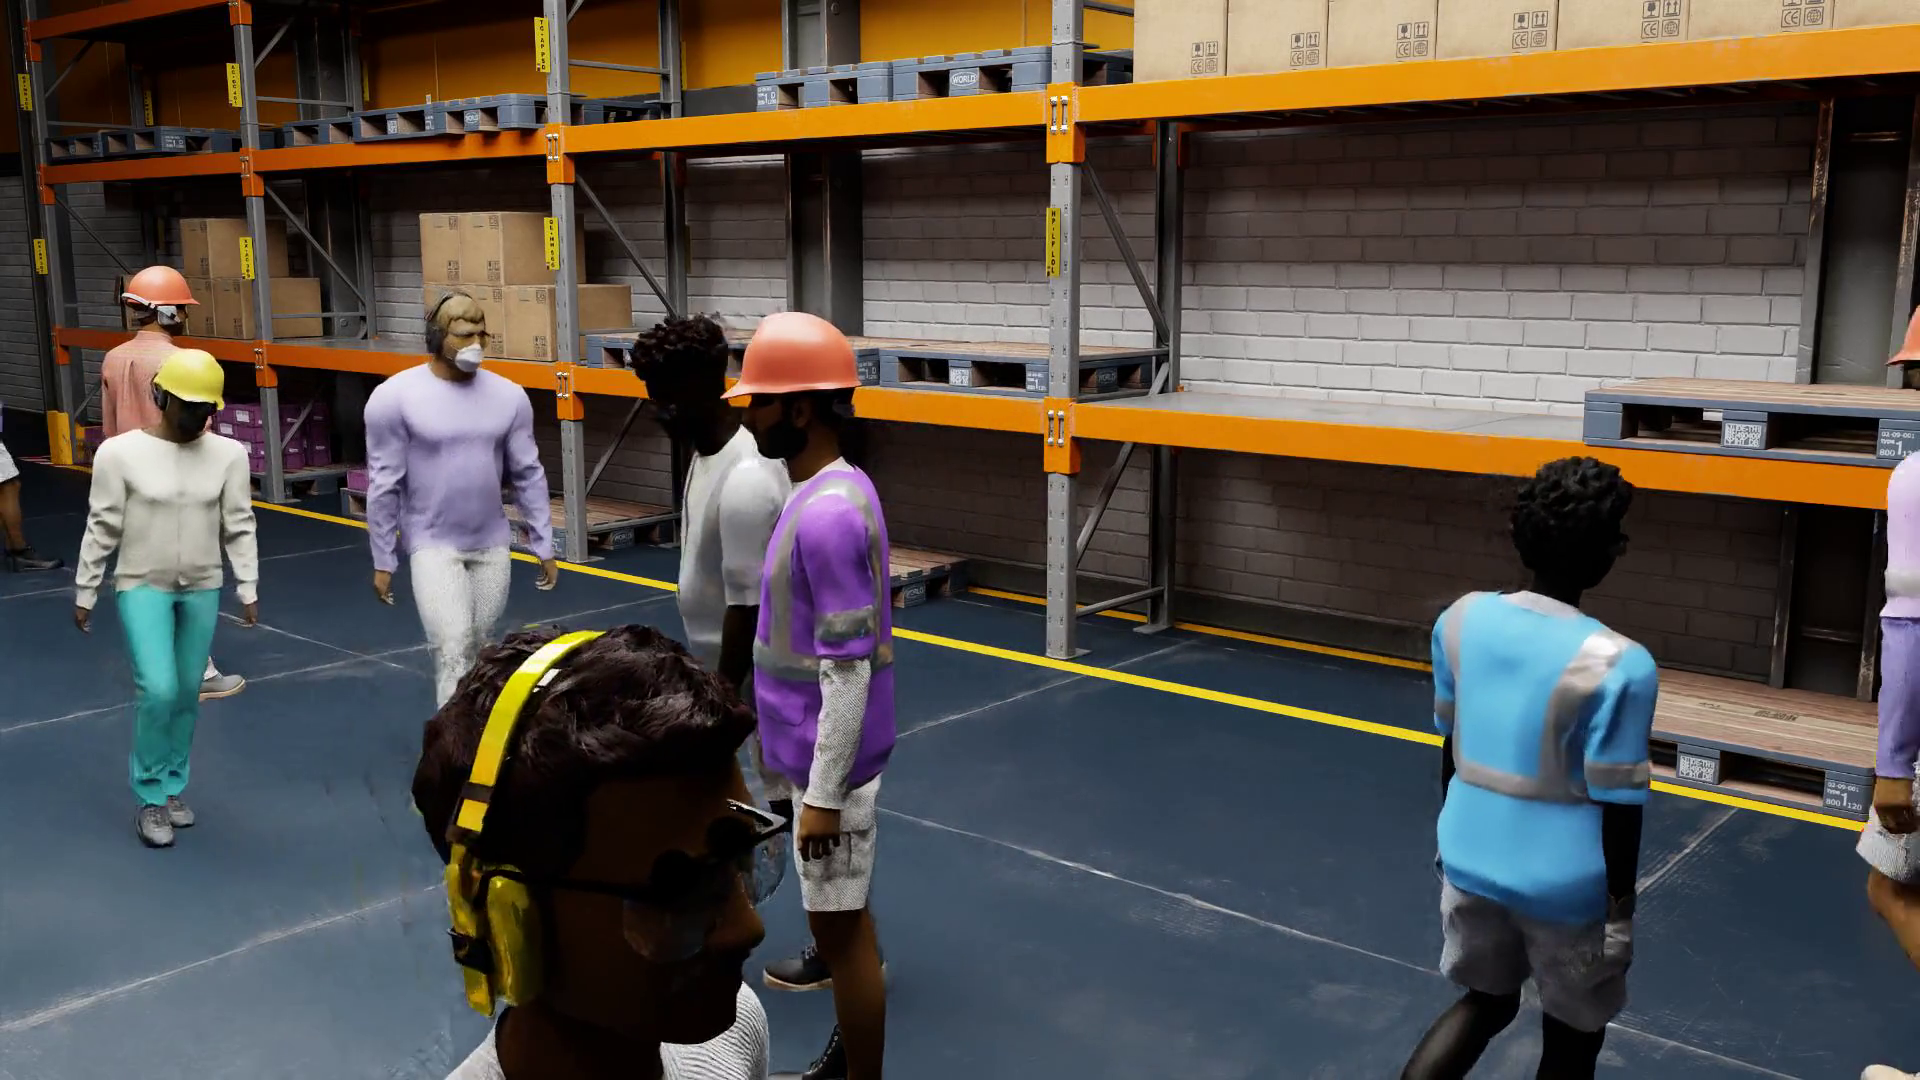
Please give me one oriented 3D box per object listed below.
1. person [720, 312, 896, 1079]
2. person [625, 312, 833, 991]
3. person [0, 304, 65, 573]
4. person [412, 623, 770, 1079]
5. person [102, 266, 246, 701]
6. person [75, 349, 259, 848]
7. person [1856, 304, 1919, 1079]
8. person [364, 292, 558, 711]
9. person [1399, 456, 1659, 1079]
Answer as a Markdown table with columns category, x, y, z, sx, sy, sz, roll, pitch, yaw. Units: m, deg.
| category | x | y | z | sx | sy | sz | roll | pitch | yaw |
| --- | --- | --- | --- | --- | --- | --- | --- | --- | --- |
| person | -0.333 | 0.463 | 3.740 | 0.373 | 1.934 | 0.551 | -1 | 10 | -5 |
| person | -0.683 | 0.350 | 4.475 | 0.971 | 1.902 | 0.672 | -4 | 11 | -20 |
| person | -6.270 | -0.699 | 10.455 | 0.899 | 1.911 | 0.551 | -7 | 12 | -35 |
| person | -0.314 | 0.945 | 1.284 | 0.875 | 1.845 | 0.523 | 4 | 11 | 20 |
| person | -3.635 | -0.254 | 7.655 | 0.621 | 1.992 | 0.397 | 5 | 11 | 25 |
| person | -2.757 | 0.197 | 5.844 | 0.593 | 1.719 | 0.596 | 10 | 14 | 43 |
| person | 2.305 | 0.423 | 3.735 | 0.658 | 2.018 | 0.597 | -4 | 11 | -20 |
| person | -1.771 | 0.058 | 6.114 | 0.825 | 1.907 | 0.657 | 10 | 14 | 44 |
| person | 1.100 | 0.668 | 3.303 | 0.576 | 1.675 | 0.539 | -6 | 11 | -29 |
